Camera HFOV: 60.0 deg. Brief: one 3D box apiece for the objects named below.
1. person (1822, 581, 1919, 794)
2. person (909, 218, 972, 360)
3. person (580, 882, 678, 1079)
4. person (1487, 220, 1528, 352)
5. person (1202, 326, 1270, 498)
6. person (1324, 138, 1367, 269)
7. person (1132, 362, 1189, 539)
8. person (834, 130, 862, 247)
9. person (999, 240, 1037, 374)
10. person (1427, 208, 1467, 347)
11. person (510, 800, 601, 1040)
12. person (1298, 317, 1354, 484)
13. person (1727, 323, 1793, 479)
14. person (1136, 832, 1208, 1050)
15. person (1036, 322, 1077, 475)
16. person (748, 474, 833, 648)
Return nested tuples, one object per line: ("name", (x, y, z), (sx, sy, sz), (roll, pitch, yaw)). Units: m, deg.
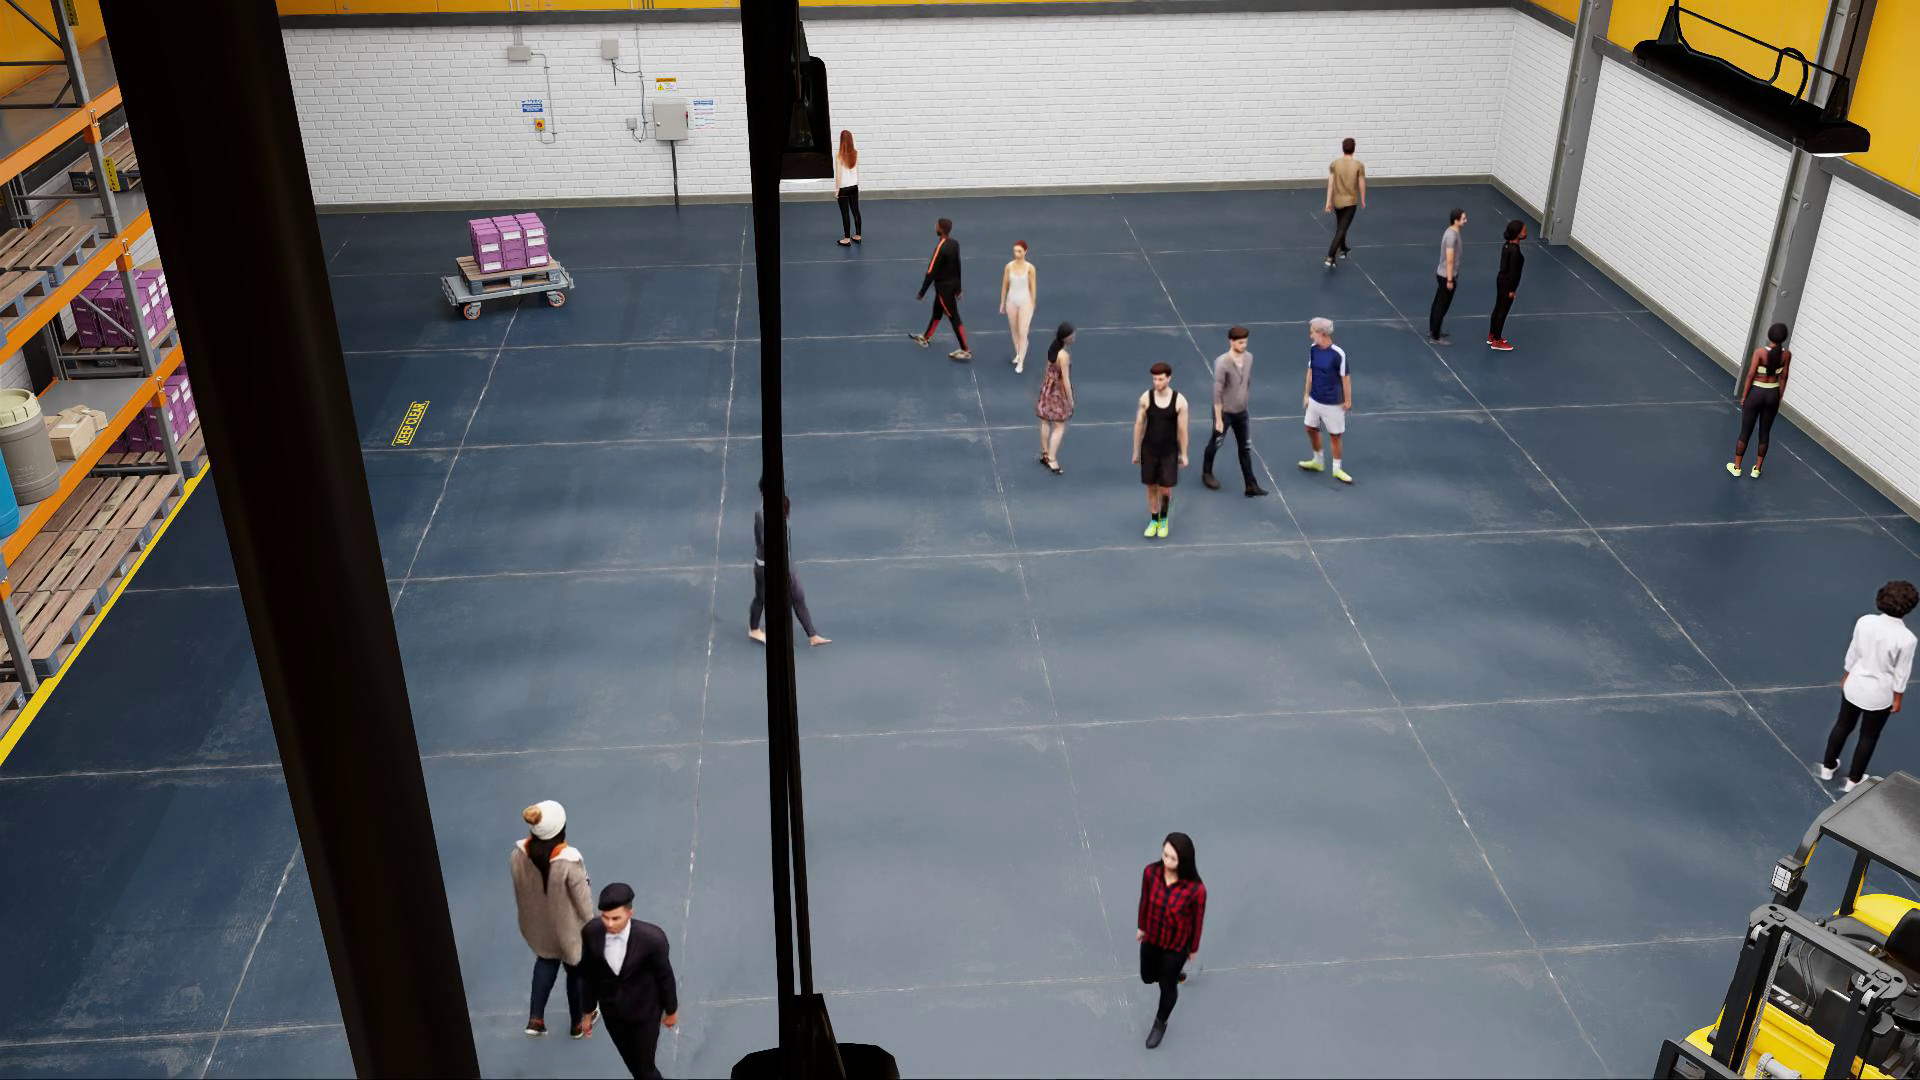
("person", (7.092, 1.136, 12.943), (0.769, 1.804, 0.655), (-19, 34, -30))
("person", (-0.078, -3.090, 20.734), (1.074, 1.760, 1.182), (11, 31, 20))
("person", (-1.925, 2.728, 9.956), (0.795, 1.869, 0.760), (9, 30, 16))
("person", (6.944, -3.251, 21.120), (0.674, 1.674, 0.502), (1, 29, 2))
("person", (2.775, -1.379, 17.488), (1.053, 1.866, 1.271), (-16, 33, -27))
("person", (5.460, -4.770, 23.765), (1.192, 1.808, 1.320), (19, 34, 31))
("person", (2.025, -0.921, 16.640), (0.812, 1.874, 0.800), (10, 30, 17))
("person", (-1.661, -5.231, 24.701), (0.648, 1.721, 0.675), (-22, 36, -35))
("person", (0.756, -2.940, 20.605), (0.769, 1.621, 0.935), (10, 30, 18))
("person", (6.240, -3.394, 21.300), (0.735, 1.754, 0.564), (6, 29, 10))
("person", (-2.597, 2.446, 10.465), (0.869, 1.877, 0.952), (9, 30, 16))
("person", (3.991, -1.491, 17.766), (0.789, 1.796, 0.937), (21, 35, 33))
("person", (8.606, -1.501, 17.829), (0.614, 1.753, 0.598), (6, 29, 10))
("person", (1.359, 2.489, 10.626), (0.808, 1.647, 0.884), (17, 33, 29))
("person", (1.009, -1.581, 17.973), (0.813, 1.756, 0.685), (-17, 33, -28))
("person", (-1.730, 0.193, 14.760), (1.067, 1.719, 1.104), (15, 32, 26))
